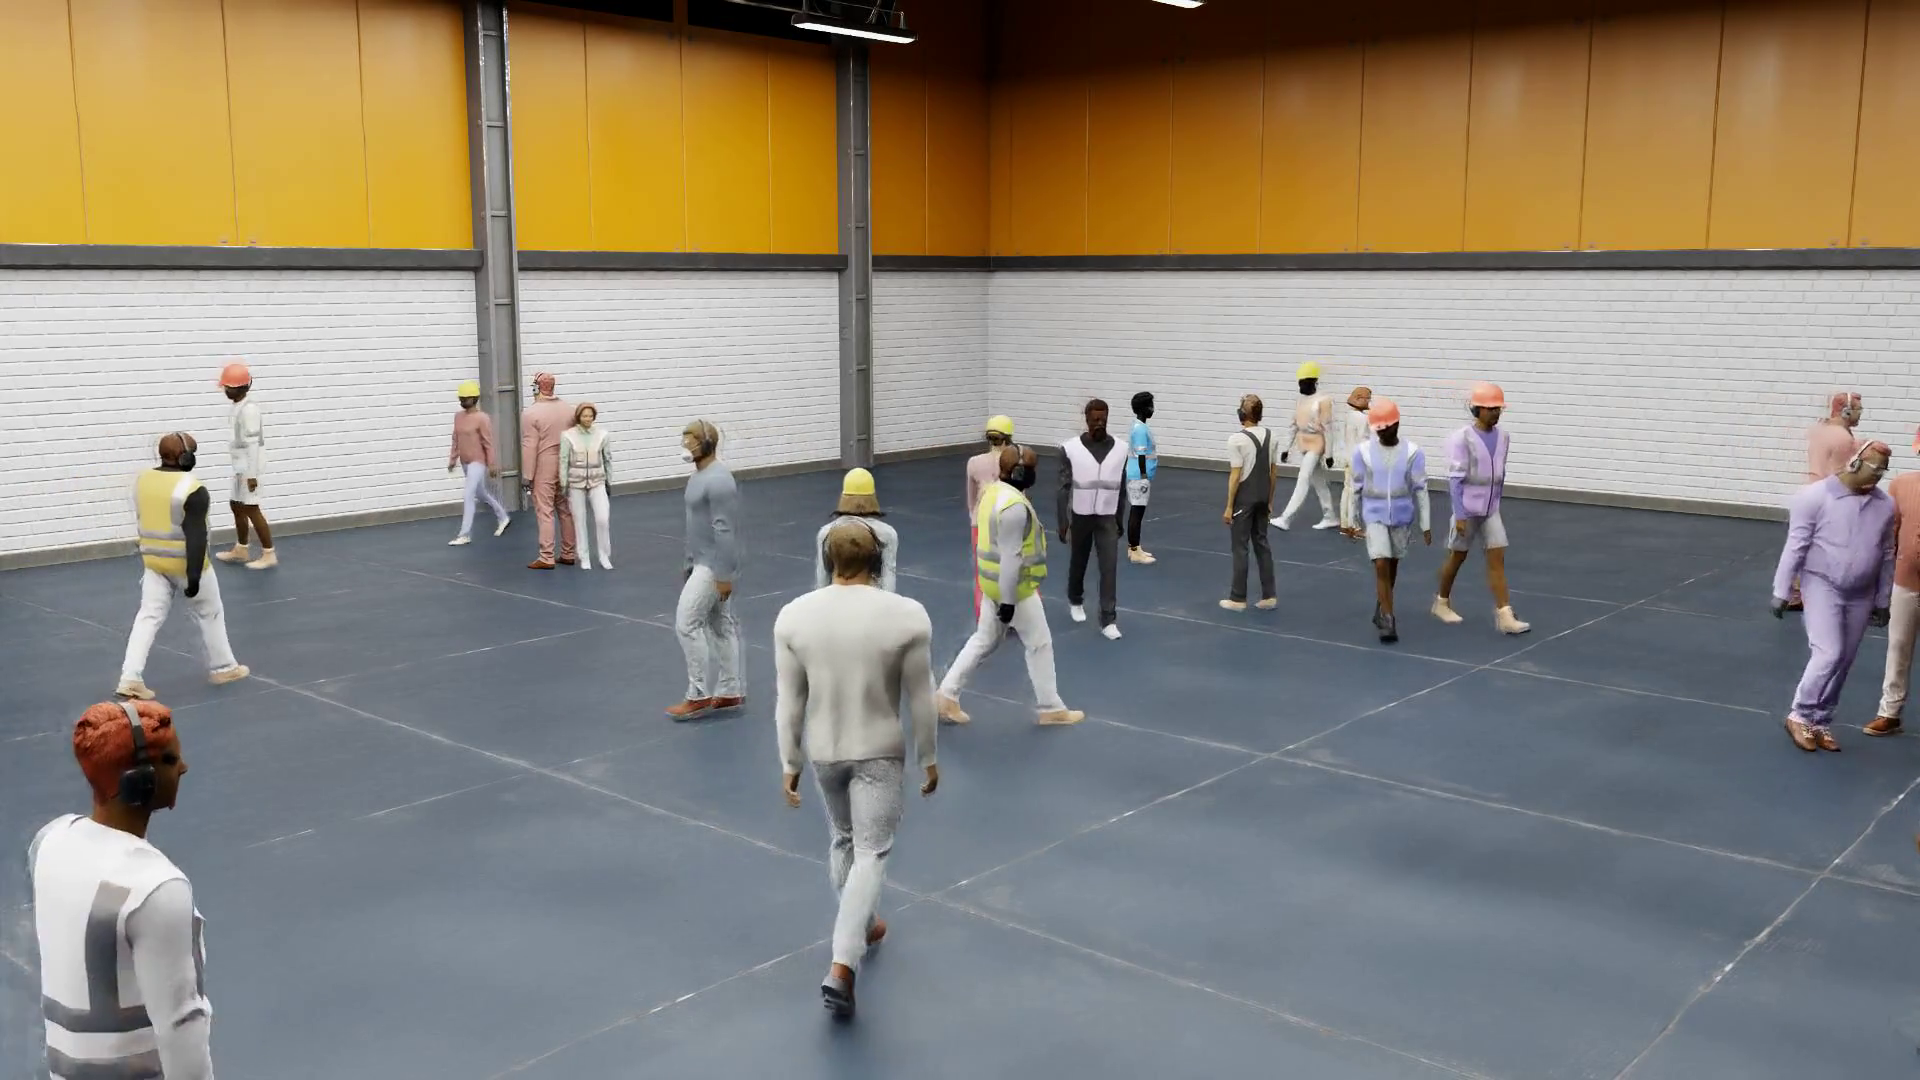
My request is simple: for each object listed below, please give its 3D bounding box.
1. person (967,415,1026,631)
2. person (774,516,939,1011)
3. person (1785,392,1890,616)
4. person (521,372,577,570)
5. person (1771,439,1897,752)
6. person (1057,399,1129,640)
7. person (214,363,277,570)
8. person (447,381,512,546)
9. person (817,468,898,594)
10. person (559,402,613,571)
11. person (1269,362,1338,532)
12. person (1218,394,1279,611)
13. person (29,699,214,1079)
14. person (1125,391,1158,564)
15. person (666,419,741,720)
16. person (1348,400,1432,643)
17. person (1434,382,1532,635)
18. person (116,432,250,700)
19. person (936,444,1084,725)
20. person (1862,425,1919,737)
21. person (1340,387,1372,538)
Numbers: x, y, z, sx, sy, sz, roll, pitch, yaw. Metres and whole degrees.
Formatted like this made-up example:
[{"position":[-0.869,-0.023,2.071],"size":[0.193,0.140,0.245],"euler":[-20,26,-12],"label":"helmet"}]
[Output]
[{"position":[0.298,-0.106,13.067],"size":[0.530,1.745,0.605],"euler":[4,10,21],"label":"person"},{"position":[-0.425,0.854,6.558],"size":[0.635,1.911,0.967],"euler":[2,9,13],"label":"person"},{"position":[7.379,-0.296,13.856],"size":[0.943,1.863,0.662],"euler":[1,9,5],"label":"person"},{"position":[-3.992,-0.669,16.077],"size":[0.401,1.910,0.640],"euler":[6,11,34],"label":"person"},{"position":[5.221,0.339,9.845],"size":[0.706,1.875,0.492],"euler":[-1,9,-8],"label":"person"},{"position":[1.045,-0.204,13.292],"size":[0.603,1.874,1.003],"euler":[-2,9,-12],"label":"person"},{"position":[-6.891,-0.698,15.976],"size":[0.470,2.004,0.784],"euler":[-6,11,-33],"label":"person"},{"position":[-5.128,-0.842,17.721],"size":[0.519,1.731,0.884],"euler":[7,11,37],"label":"person"},{"position":[-0.615,0.433,9.813],"size":[0.493,1.707,0.856],"euler":[1,9,4],"label":"person"},{"position":[-3.559,-0.498,15.890],"size":[0.527,1.619,0.586],"euler":[-3,10,-20],"label":"person"},{"position":[3.801,-1.019,18.372],"size":[1.013,1.868,0.605],"euler":[-3,10,-18],"label":"person"},{"position":[2.449,-0.296,14.016],"size":[0.533,1.846,0.551],"euler":[-6,11,-32],"label":"person"},{"position":[-1.957,1.290,3.893],"size":[0.595,1.866,0.492],"euler":[7,11,37],"label":"person"},{"position":[1.788,-0.619,16.416],"size":[0.318,1.699,0.534],"euler":[0,9,1],"label":"person"},{"position":[-1.706,0.192,10.614],"size":[0.667,1.921,0.655],"euler":[-3,9,-18],"label":"person"},{"position":[3.363,-0.155,13.001],"size":[0.605,1.874,0.943],"euler":[1,9,9],"label":"person"},{"position":[4.150,-0.254,13.229],"size":[0.624,1.991,0.969],"euler":[-4,10,-24],"label":"person"},{"position":[-5.323,0.164,11.233],"size":[0.616,1.793,0.992],"euler":[3,9,17],"label":"person"},{"position":[0.263,0.291,10.421],"size":[0.959,1.798,0.632],"euler":[-2,9,-13],"label":"person"},{"position":[5.846,0.254,10.041],"size":[0.439,1.986,0.626],"euler":[-7,12,-38],"label":"person"},{"position":[4.310,-0.847,18.054],"size":[0.286,1.631,0.501],"euler":[-1,9,-7],"label":"person"}]
